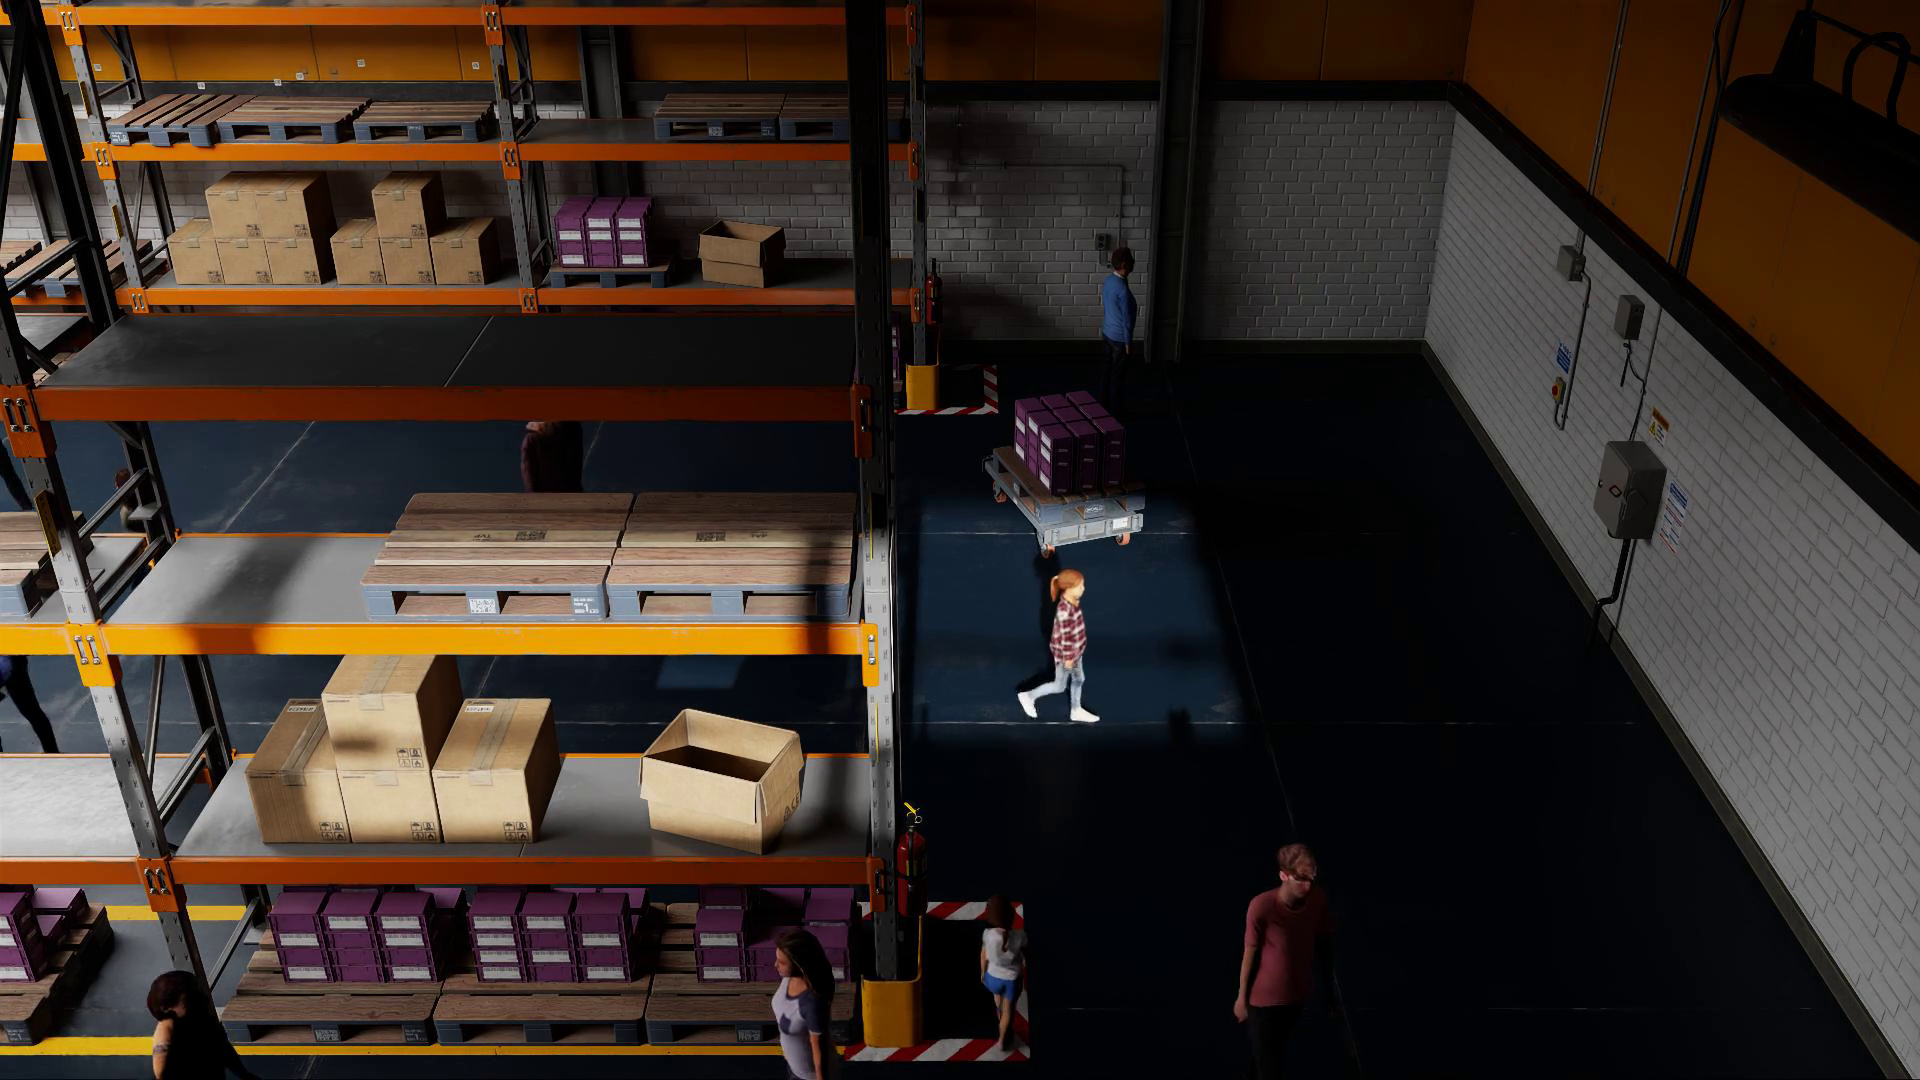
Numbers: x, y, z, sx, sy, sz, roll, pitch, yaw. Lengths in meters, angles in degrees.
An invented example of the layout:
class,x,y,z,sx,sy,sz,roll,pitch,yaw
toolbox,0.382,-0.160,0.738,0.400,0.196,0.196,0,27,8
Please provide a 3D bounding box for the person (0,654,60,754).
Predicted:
class,x,y,z,sx,sy,sz,roll,pitch,yaw
person,-6.560,0.916,11.538,0.835,1.717,0.592,1,29,1

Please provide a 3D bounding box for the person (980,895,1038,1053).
class,x,y,z,sx,sy,sz,roll,pitch,yaw
person,0.235,2.481,9.414,0.564,1.005,0.578,7,29,13

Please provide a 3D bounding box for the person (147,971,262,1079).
class,x,y,z,sx,sy,sz,roll,pitch,yaw
person,-3.781,2.788,8.077,0.895,1.745,0.668,-4,29,-7

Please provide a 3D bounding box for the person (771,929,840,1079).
class,x,y,z,sx,sy,sz,roll,pitch,yaw
person,-0.675,2.623,8.411,0.724,1.715,0.675,-7,29,-13

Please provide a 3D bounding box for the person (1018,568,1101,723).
class,x,y,z,sx,sy,sz,roll,pitch,yaw
person,0.721,0.790,12.215,0.903,1.290,0.701,10,30,17

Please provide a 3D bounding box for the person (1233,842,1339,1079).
class,x,y,z,sx,sy,sz,roll,pitch,yaw
person,1.614,2.315,8.744,0.918,1.937,0.920,-14,31,-24

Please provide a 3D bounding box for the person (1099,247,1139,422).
class,x,y,z,sx,sy,sz,roll,pitch,yaw
person,1.612,-2.119,16.996,0.695,1.819,0.731,-10,30,-18
